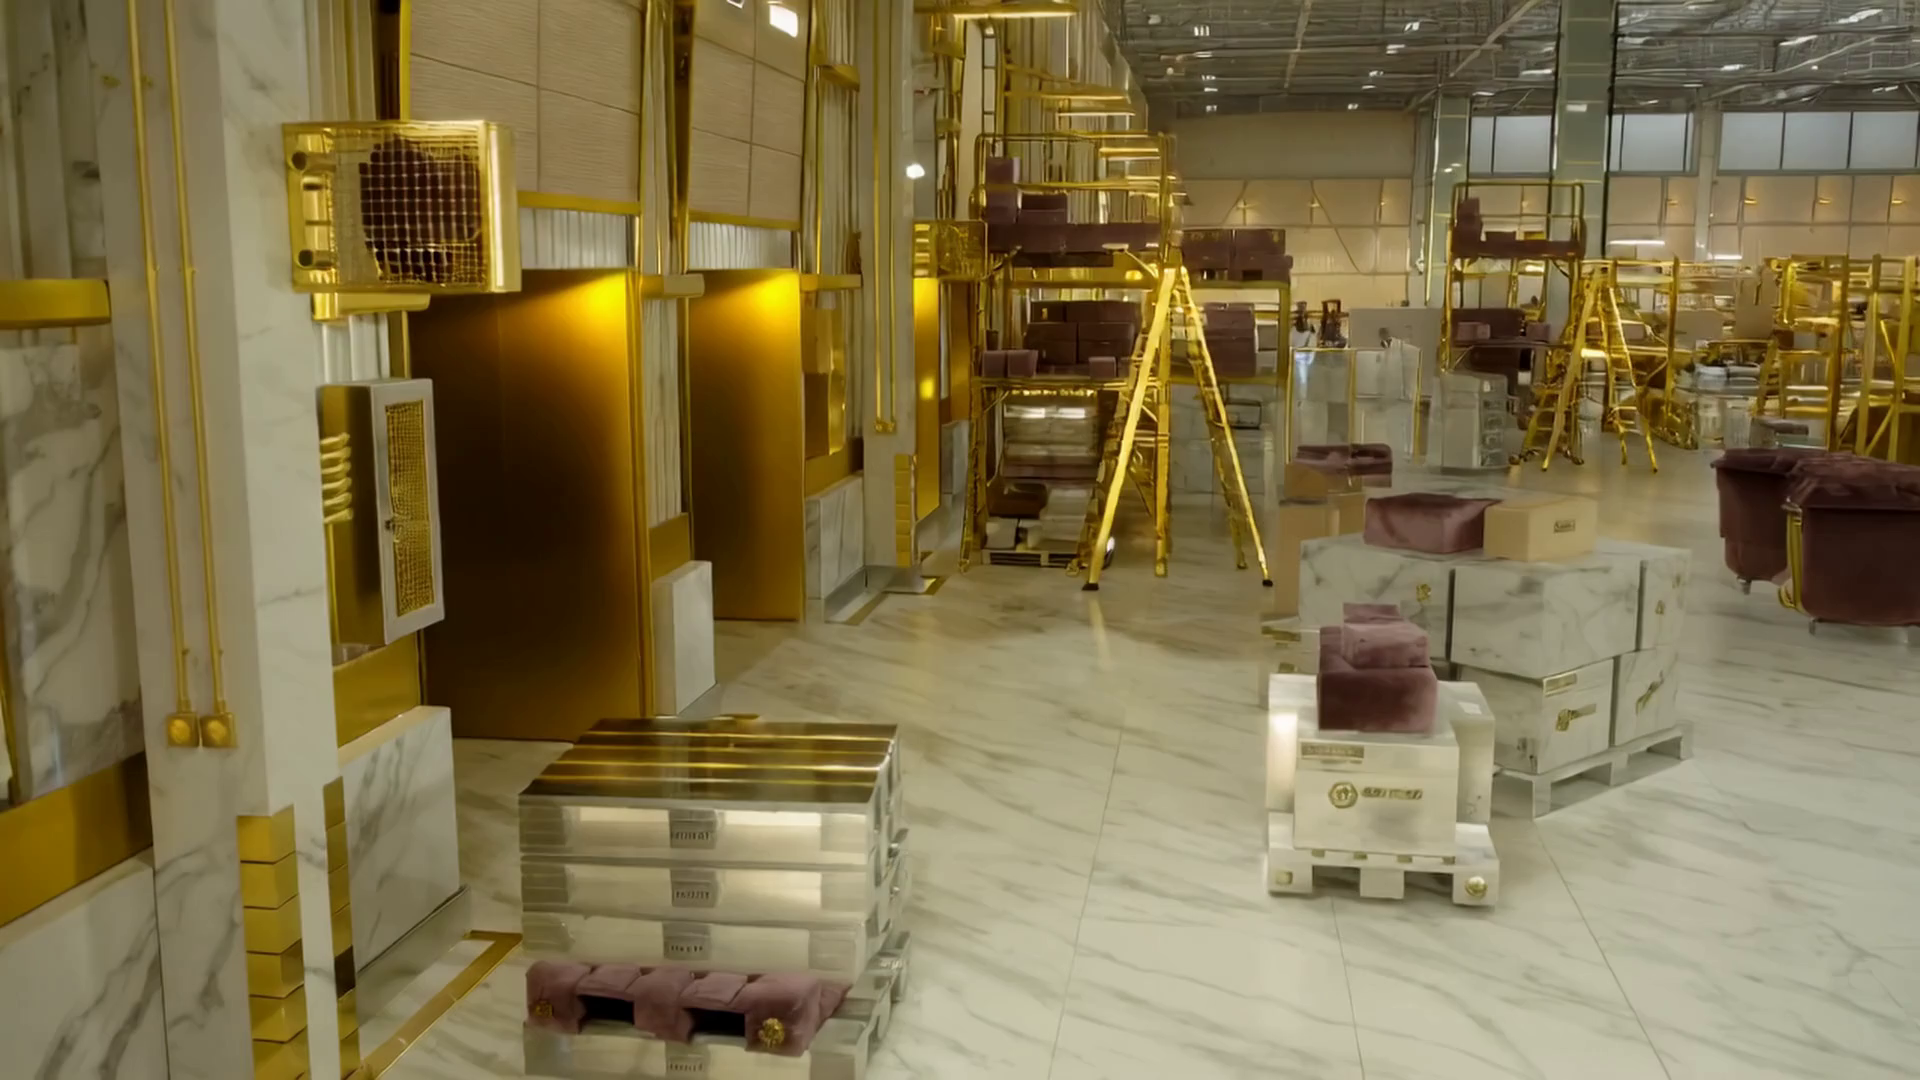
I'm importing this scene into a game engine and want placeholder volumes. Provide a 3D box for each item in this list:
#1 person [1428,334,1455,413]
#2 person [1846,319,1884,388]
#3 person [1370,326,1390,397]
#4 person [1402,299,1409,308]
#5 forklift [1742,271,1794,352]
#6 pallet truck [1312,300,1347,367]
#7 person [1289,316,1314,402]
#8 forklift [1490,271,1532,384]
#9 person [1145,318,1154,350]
[{"bbox_3d":[8.649,-2.842,29.840,0.502,1.725,0.466,-6,11,-33],"label":"person"},{"bbox_3d":[19.317,-3.842,35.514,0.635,1.884,1.014,-1,9,-8],"label":"person"},{"bbox_3d":[7.786,-2.997,30.477,0.517,1.831,0.467,-4,10,-21],"label":"person"},{"bbox_3d":[14.303,-6.778,53.473,0.635,1.934,0.351,1,9,9],"label":"person"},{"bbox_3d":[22.986,-6.356,47.964,1.873,2.768,1.129,-3,10,-17],"label":"forklift"},{"bbox_3d":[11.159,-6.200,49.718,0.823,1.965,1.885,4,10,26],"label":"pallet truck"},{"bbox_3d":[7.148,-3.768,35.068,0.584,1.882,0.337,2,10,14],"label":"person"},{"bbox_3d":[13.422,-5.322,41.591,1.873,2.768,1.129,1,9,9],"label":"forklift"},{"bbox_3d":[5.127,-5.061,43.853,0.513,1.614,0.742,0,9,-2],"label":"person"}]
